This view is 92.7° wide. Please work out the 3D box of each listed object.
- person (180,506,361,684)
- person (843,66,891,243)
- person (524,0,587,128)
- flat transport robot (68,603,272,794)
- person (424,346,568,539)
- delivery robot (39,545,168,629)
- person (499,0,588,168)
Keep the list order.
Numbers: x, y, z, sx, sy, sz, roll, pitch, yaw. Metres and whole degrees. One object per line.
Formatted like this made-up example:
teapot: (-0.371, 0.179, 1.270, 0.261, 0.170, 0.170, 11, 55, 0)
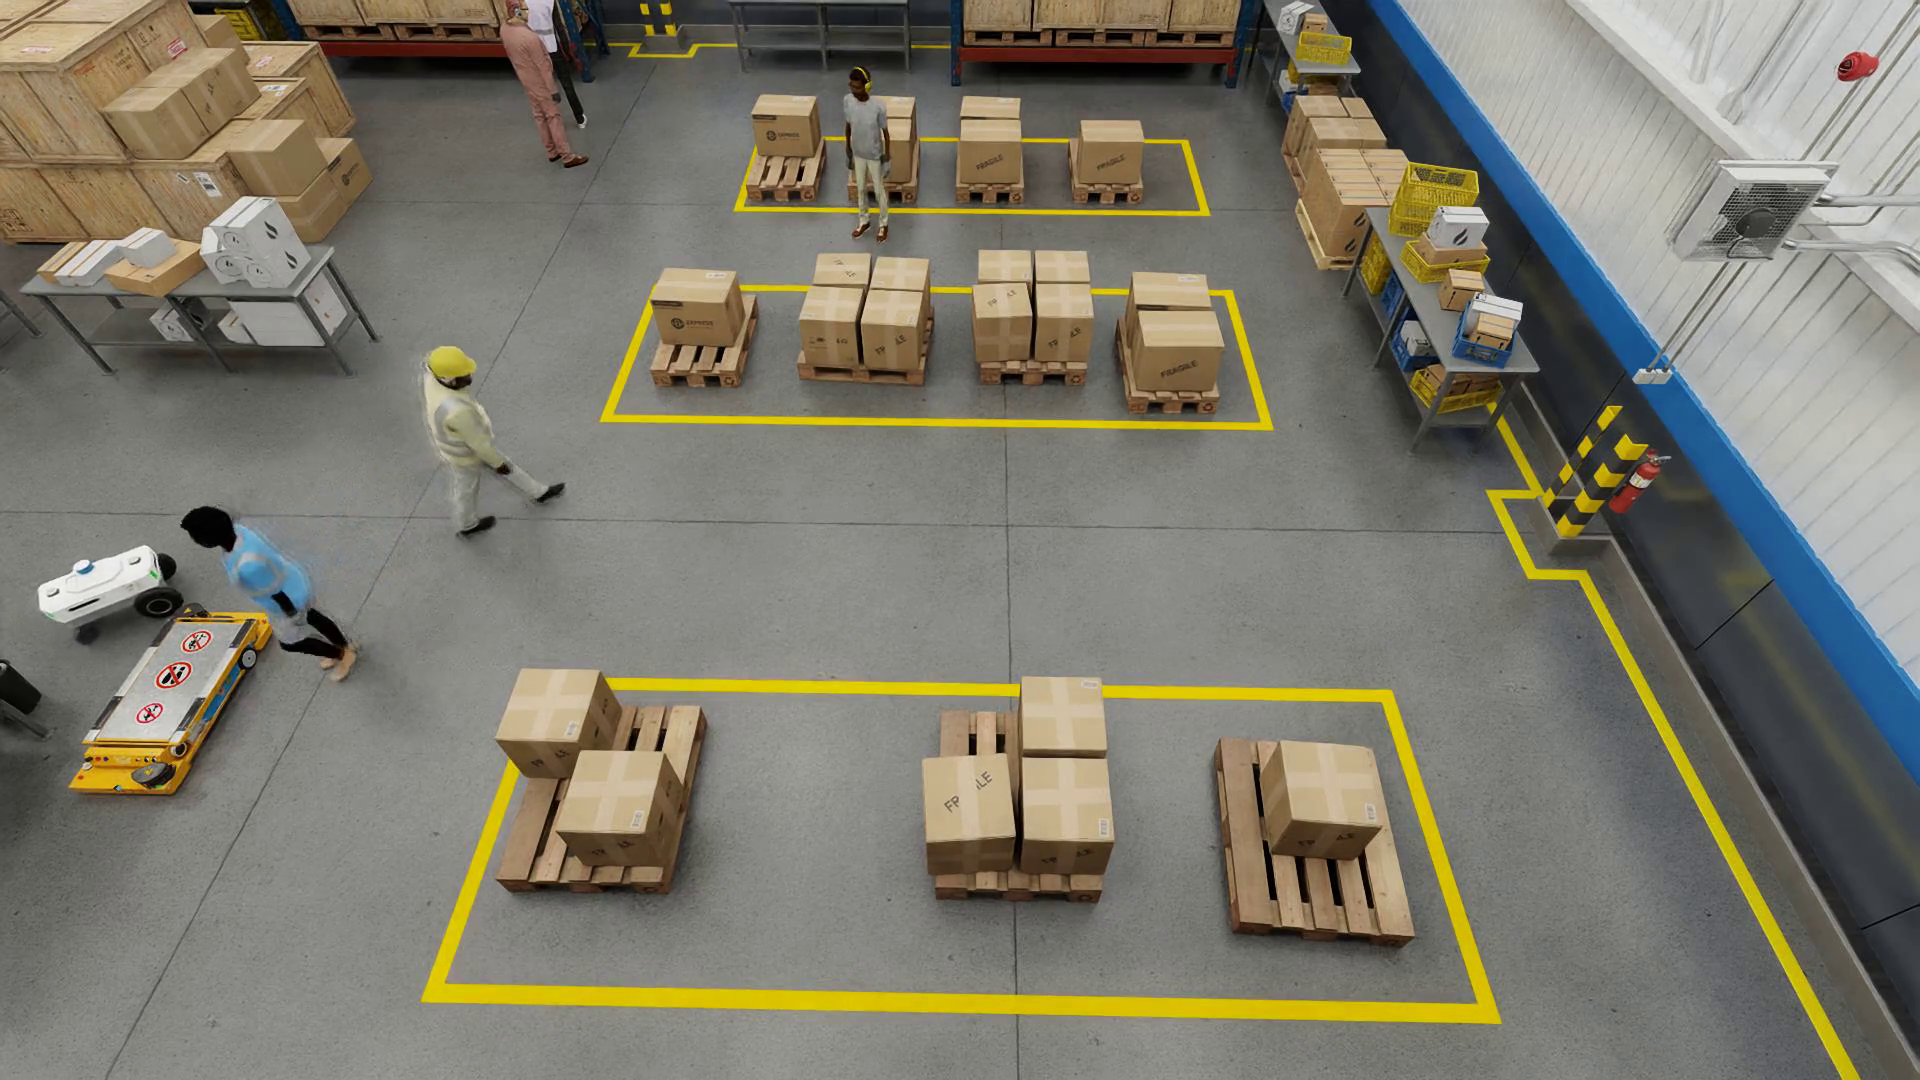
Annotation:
person: (-4.565, 0.374, 6.110, 0.392, 1.691, 0.542, -31, 56, -23)
person: (-0.983, -4.080, 9.765, 0.523, 1.865, 0.317, 17, 52, 14)
person: (-5.187, -6.135, 11.479, 0.584, 1.910, 0.387, -10, 51, -8)
flat transport robot: (-5.504, 1.072, 6.442, 0.652, 0.197, 1.431, 1, 50, 1)
person: (-3.701, -0.748, 7.013, 0.949, 1.758, 0.603, -25, 54, -20)
delivery robot: (-6.371, 0.335, 6.821, 0.707, 0.478, 0.477, -28, 55, -22)
person: (-4.973, -5.418, 10.875, 0.637, 1.901, 0.403, 31, 56, 24)
